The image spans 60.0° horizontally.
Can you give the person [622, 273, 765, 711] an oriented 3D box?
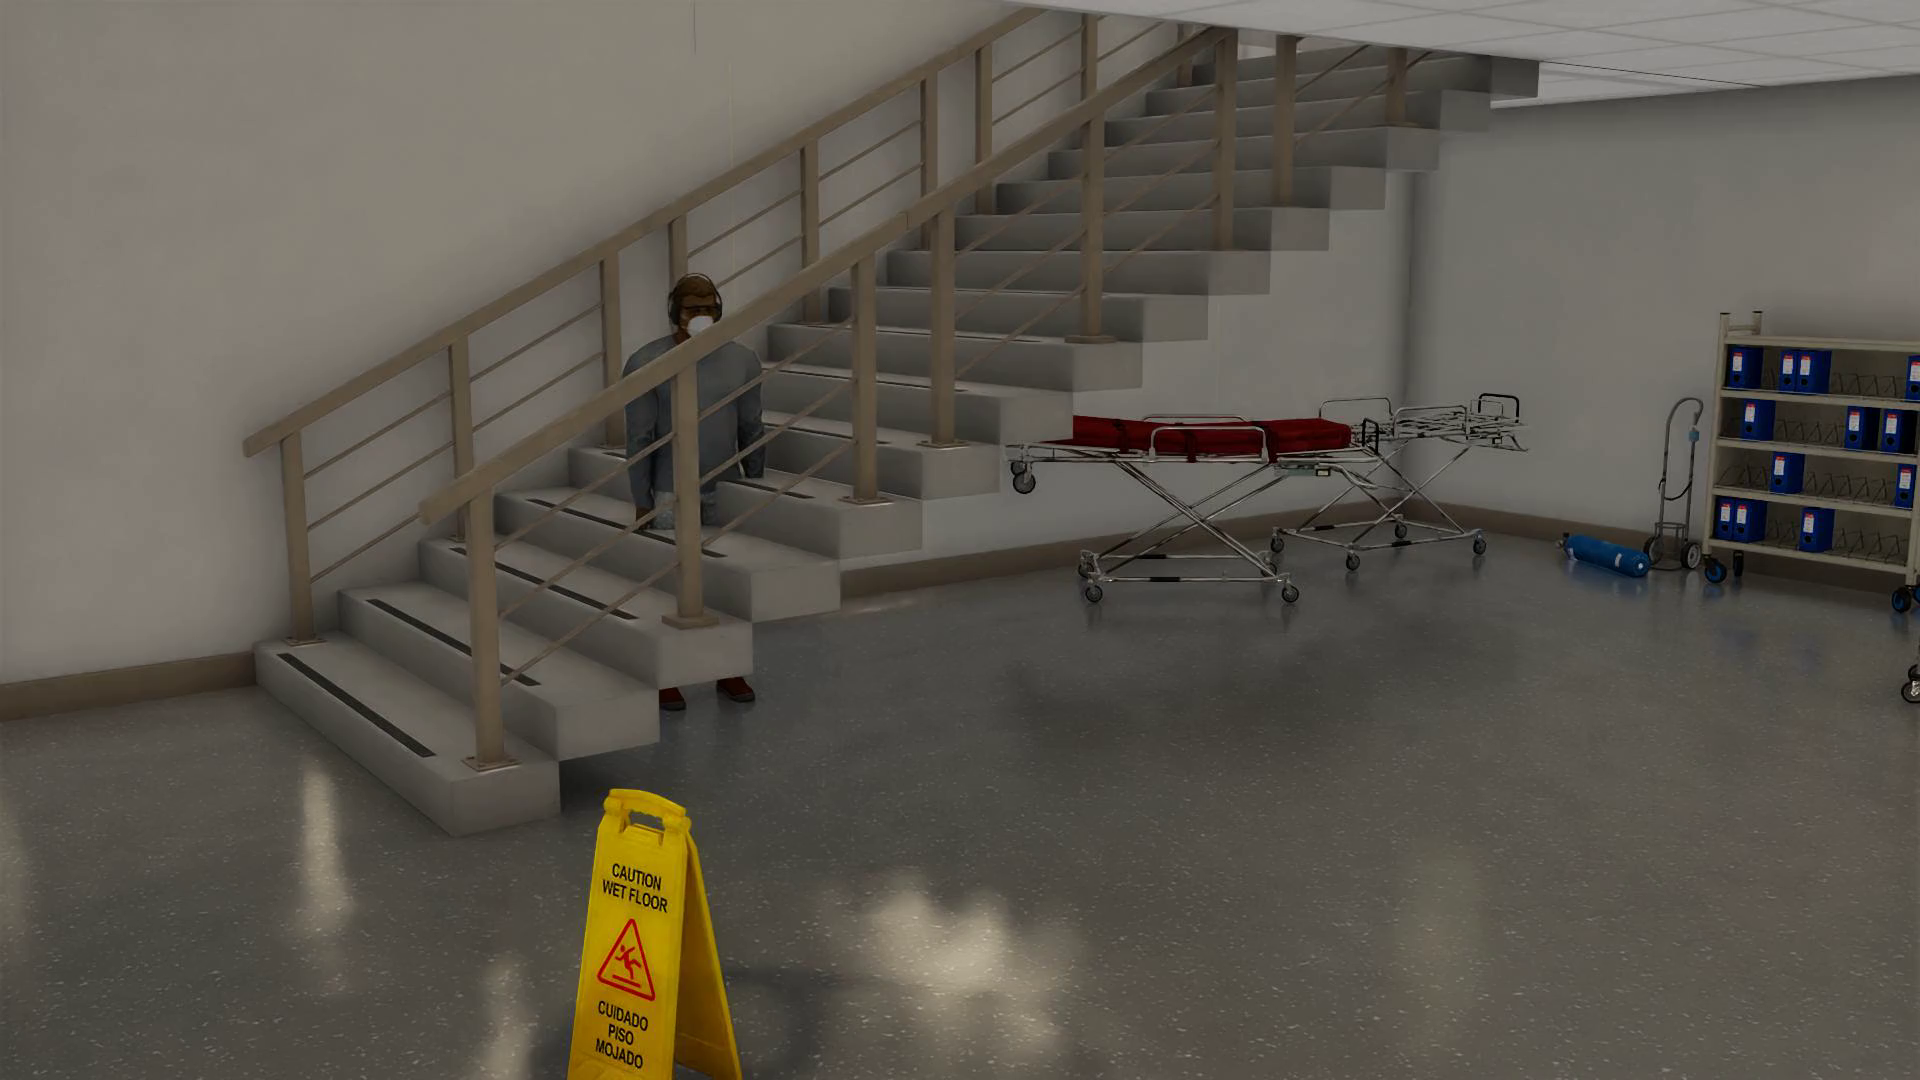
[{"bbox_3d":[-1.166,-0.209,7.383,0.625,1.931,0.379,-5,11,-25],"label":"person"}]
